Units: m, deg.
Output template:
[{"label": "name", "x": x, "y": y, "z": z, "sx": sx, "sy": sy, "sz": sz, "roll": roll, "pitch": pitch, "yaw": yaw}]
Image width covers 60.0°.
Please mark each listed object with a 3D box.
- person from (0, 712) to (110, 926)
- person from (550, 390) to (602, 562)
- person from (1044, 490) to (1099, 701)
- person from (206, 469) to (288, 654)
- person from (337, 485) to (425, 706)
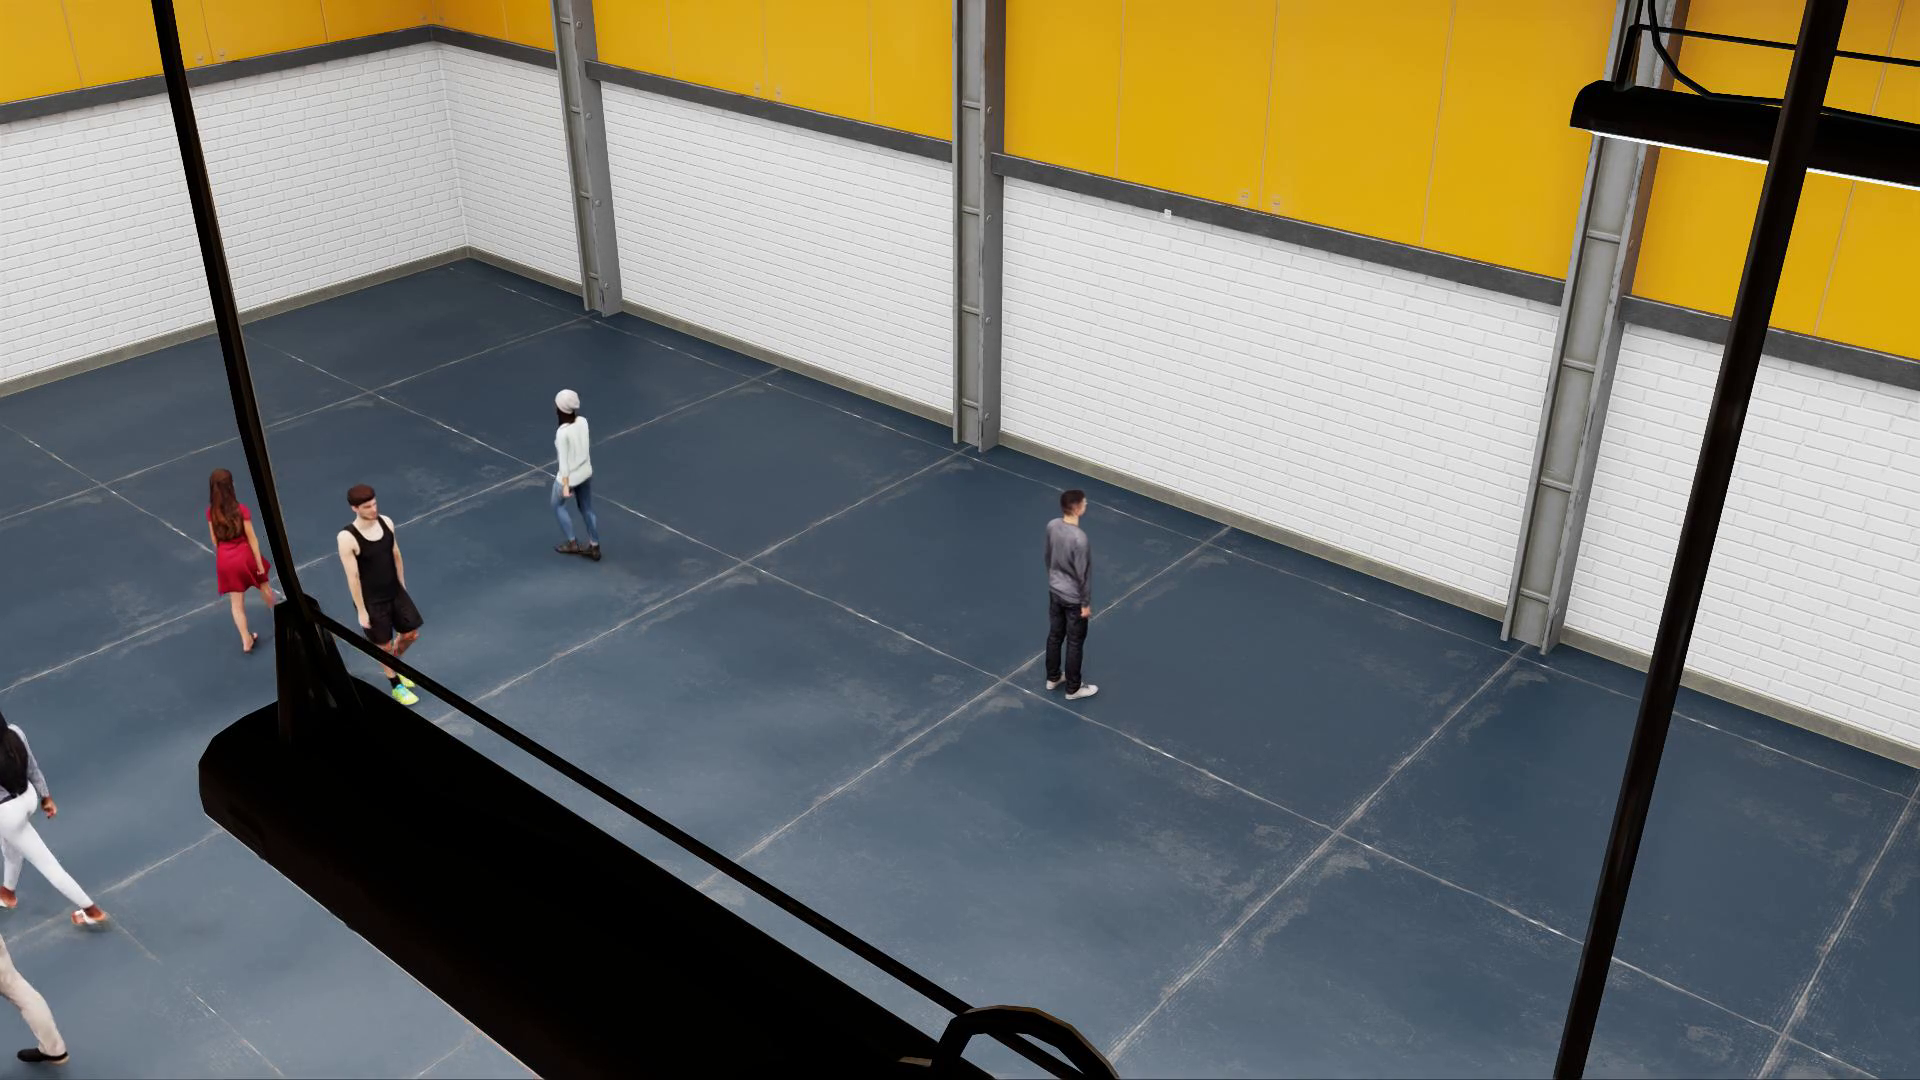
[{"label": "person", "x": -5.845, "y": 1.765, "z": 10.438, "sx": 1.276, "sy": 1.675, "sz": 1.015, "roll": 5, "pitch": 29, "yaw": 10}, {"label": "person", "x": -3.347, "y": -0.550, "z": 14.727, "sx": 0.733, "sy": 1.631, "sz": 0.666, "roll": 14, "pitch": 31, "yaw": 23}, {"label": "person", "x": 0.840, "y": 0.411, "z": 12.830, "sx": 0.717, "sy": 1.760, "sz": 0.545, "roll": -20, "pitch": 35, "yaw": -33}, {"label": "person", "x": -5.867, "y": 0.201, "z": 13.462, "sx": 0.931, "sy": 1.523, "sz": 0.979, "roll": -1, "pitch": 29, "yaw": -2}, {"label": "person", "x": -4.494, "y": 0.403, "z": 12.719, "sx": 0.704, "sy": 1.880, "sz": 0.721, "roll": 17, "pitch": 33, "yaw": 28}]
